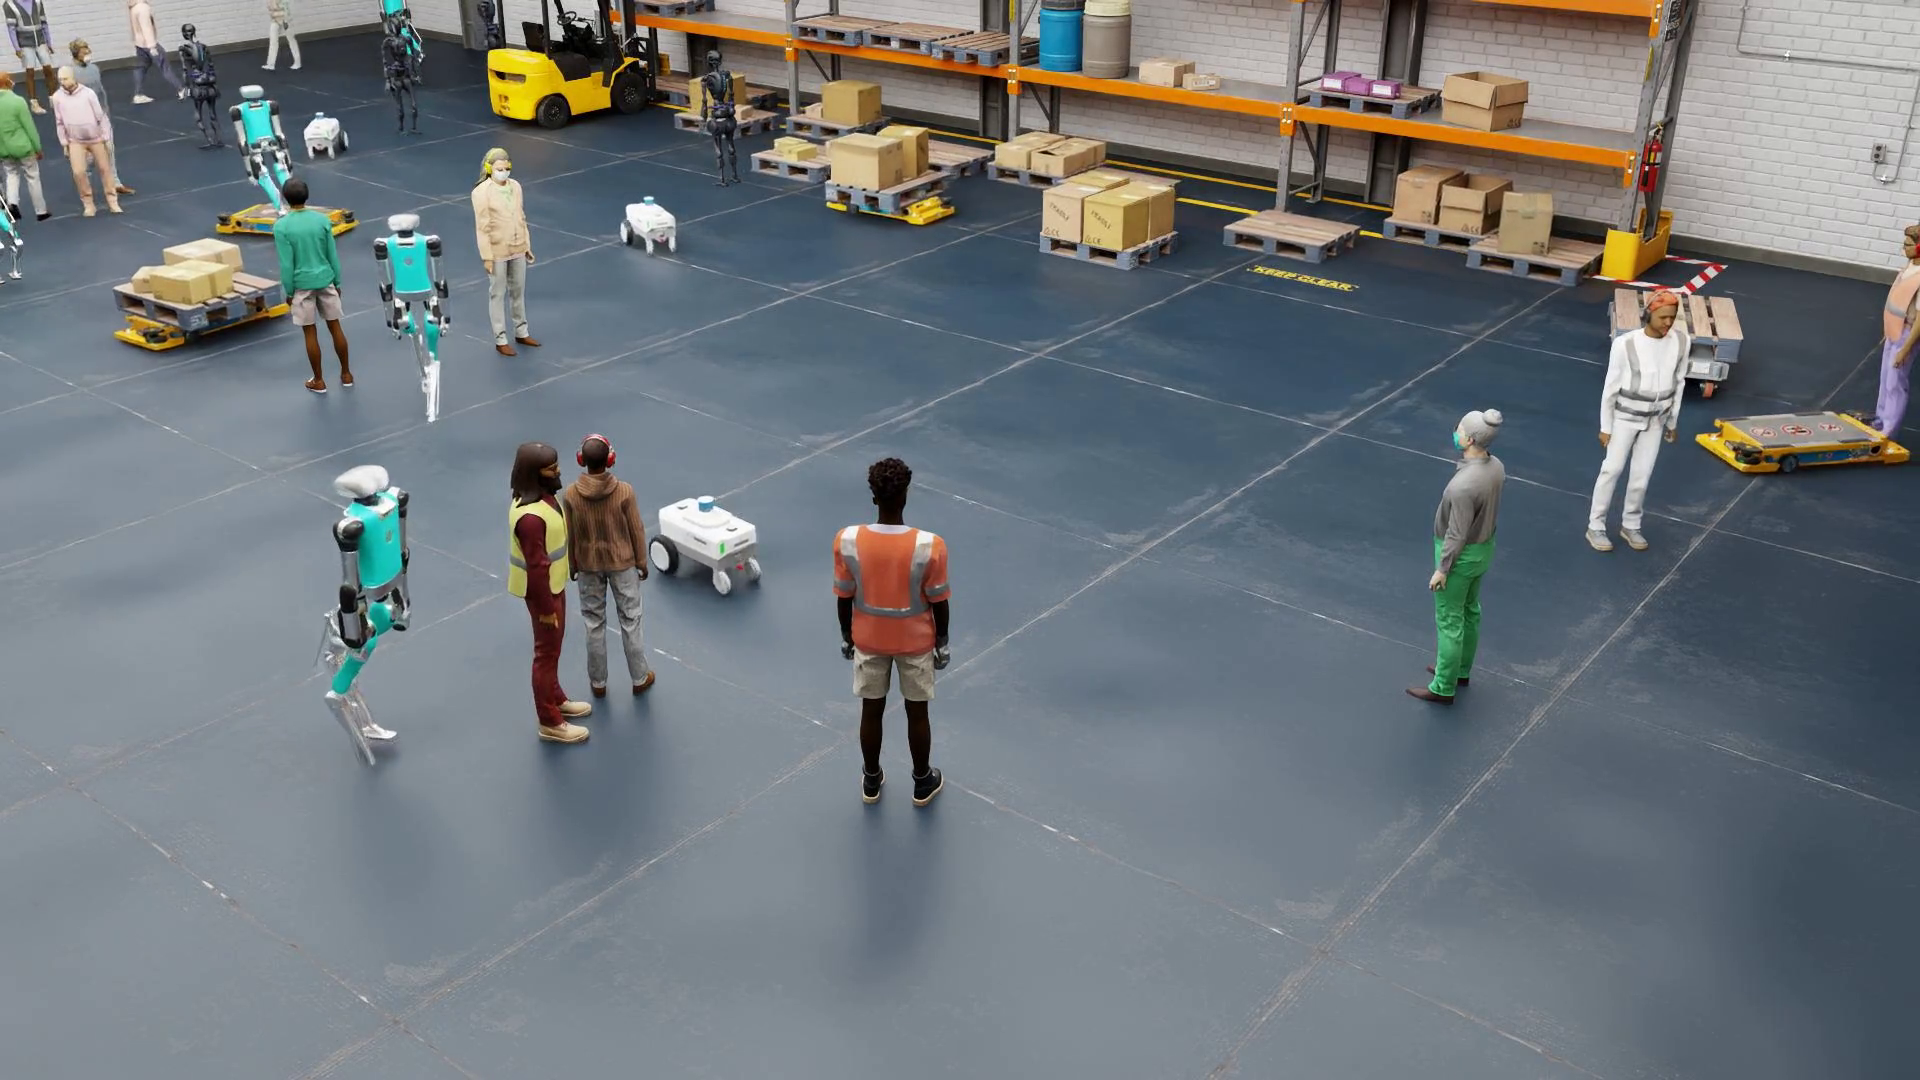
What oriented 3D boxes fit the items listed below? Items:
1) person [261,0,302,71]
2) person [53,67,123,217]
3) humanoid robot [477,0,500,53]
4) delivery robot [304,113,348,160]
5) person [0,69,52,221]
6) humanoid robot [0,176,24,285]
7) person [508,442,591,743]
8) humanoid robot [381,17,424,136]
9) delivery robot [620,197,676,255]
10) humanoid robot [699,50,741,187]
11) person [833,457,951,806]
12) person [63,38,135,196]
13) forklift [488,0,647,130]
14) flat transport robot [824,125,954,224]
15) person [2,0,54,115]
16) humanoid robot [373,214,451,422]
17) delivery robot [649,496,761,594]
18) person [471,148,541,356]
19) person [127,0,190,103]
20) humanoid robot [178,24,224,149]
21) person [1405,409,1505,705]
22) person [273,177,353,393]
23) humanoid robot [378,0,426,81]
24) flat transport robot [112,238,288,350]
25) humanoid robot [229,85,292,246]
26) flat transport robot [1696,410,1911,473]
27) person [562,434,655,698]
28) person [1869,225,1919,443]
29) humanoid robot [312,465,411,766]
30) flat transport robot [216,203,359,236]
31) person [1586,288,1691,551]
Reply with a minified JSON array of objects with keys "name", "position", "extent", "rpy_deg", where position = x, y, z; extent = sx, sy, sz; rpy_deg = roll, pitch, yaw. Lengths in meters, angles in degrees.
[{"name":"person","position":[-11.582,-8.757,28.155],"extent":[0.543,1.598,0.807],"rpy_deg":[12,28,23]},{"name":"person","position":[-10.280,-4.681,19.558],"extent":[0.538,1.760,0.465],"rpy_deg":[-7,27,-15]},{"name":"humanoid robot","position":[-7.507,-8.092,26.703],"extent":[0.379,1.640,0.591],"rpy_deg":[-2,26,-5]},{"name":"delivery robot","position":[-8.681,-5.513,22.674],"extent":[0.499,0.608,0.806],"rpy_deg":[-4,26,-8]},{"name":"person","position":[-10.931,-4.564,19.290],"extent":[0.566,1.769,0.510],"rpy_deg":[1,26,2]},{"name":"humanoid robot","position":[-9.815,-3.401,16.772],"extent":[0.735,1.677,0.533],"rpy_deg":[19,32,34]},{"name":"person","position":[-2.317,0.284,9.257],"extent":[0.358,1.767,0.477],"rpy_deg":[-3,26,-6]},{"name":"humanoid robot","position":[-7.925,-6.569,23.566],"extent":[0.385,1.643,0.589],"rpy_deg":[18,31,32]},{"name":"delivery robot","position":[-3.456,-3.524,18.541],"extent":[0.499,0.596,0.787],"rpy_deg":[-14,29,-27]},{"name":"humanoid robot","position":[-3.029,-5.315,20.941],"extent":[0.315,1.659,0.599],"rpy_deg":[19,32,34]},{"name":"person","position":[-0.339,0.494,8.598],"extent":[0.606,1.966,0.368],"rpy_deg":[4,26,8]},{"name":"person","position":[-10.619,-5.138,20.307],"extent":[0.507,1.924,0.663],"rpy_deg":[6,26,11]},{"name":"forklift","position":[-5.874,-7.334,24.552],"extent":[1.214,2.155,2.313],"rpy_deg":[19,32,34]},{"name":"flat transport robot","position":[-0.841,-4.027,19.910],"extent":[1.431,0.231,0.659],"rpy_deg":[16,30,30]},{"name":"person","position":[-13.921,-7.439,24.956],"extent":[0.412,2.030,0.646],"rpy_deg":[16,30,30]},{"name":"humanoid robot","position":[-4.535,-1.951,13.976],"extent":[0.532,1.775,1.002],"rpy_deg":[-6,26,-12]},{"name":"delivery robot","position":[-1.722,-0.004,11.272],"extent":[0.808,0.614,0.499],"rpy_deg":[22,33,38]},{"name":"person","position":[-4.167,-2.643,15.201],"extent":[0.406,1.876,0.555],"rpy_deg":[17,31,32]},{"name":"person","position":[-12.533,-7.735,25.803],"extent":[0.967,1.814,0.825],"rpy_deg":[-21,33,-37]},{"name":"humanoid robot","position":[-10.438,-6.248,22.894],"extent":[0.439,1.631,0.616],"rpy_deg":[9,27,18]},{"name":"person","position":[2.887,0.082,9.598],"extent":[0.341,1.839,0.507],"rpy_deg":[19,32,34]},{"name":"person","position":[-5.542,-2.174,14.256],"extent":[0.505,1.847,0.378],"rpy_deg":[-19,31,-33]},{"name":"humanoid robot","position":[-8.909,-8.196,26.697],"extent":[0.735,1.681,0.533],"rpy_deg":[19,32,34]},{"name":"flat transport robot","position":[-7.294,-2.145,16.012],"extent":[0.659,0.231,1.431],"rpy_deg":[16,30,30]},{"name":"humanoid robot","position":[-7.531,-4.060,18.284],"extent":[0.539,1.756,0.753],"rpy_deg":[-23,34,-39]},{"name":"flat transport robot","position":[6.677,-0.776,13.177],"extent":[1.431,0.231,0.659],"rpy_deg":[-4,26,-9]},{"name":"person","position":[-2.044,0.166,9.631],"extent":[0.470,1.651,0.330],"rpy_deg":[-3,26,-5]},{"name":"person","position":[7.367,-1.554,12.986],"extent":[0.388,1.837,0.564],"rpy_deg":[8,27,15]},{"name":"humanoid robot","position":[-3.323,0.428,9.052],"extent":[0.781,1.819,0.530],"rpy_deg":[8,27,15]},{"name":"flat transport robot","position":[-7.754,-3.668,19.166],"extent":[1.431,0.231,0.659],"rpy_deg":[6,26,13]},{"name":"person","position":[4.656,-0.815,11.418],"extent":[0.567,1.878,0.353],"rpy_deg":[-5,26,-10]}]
